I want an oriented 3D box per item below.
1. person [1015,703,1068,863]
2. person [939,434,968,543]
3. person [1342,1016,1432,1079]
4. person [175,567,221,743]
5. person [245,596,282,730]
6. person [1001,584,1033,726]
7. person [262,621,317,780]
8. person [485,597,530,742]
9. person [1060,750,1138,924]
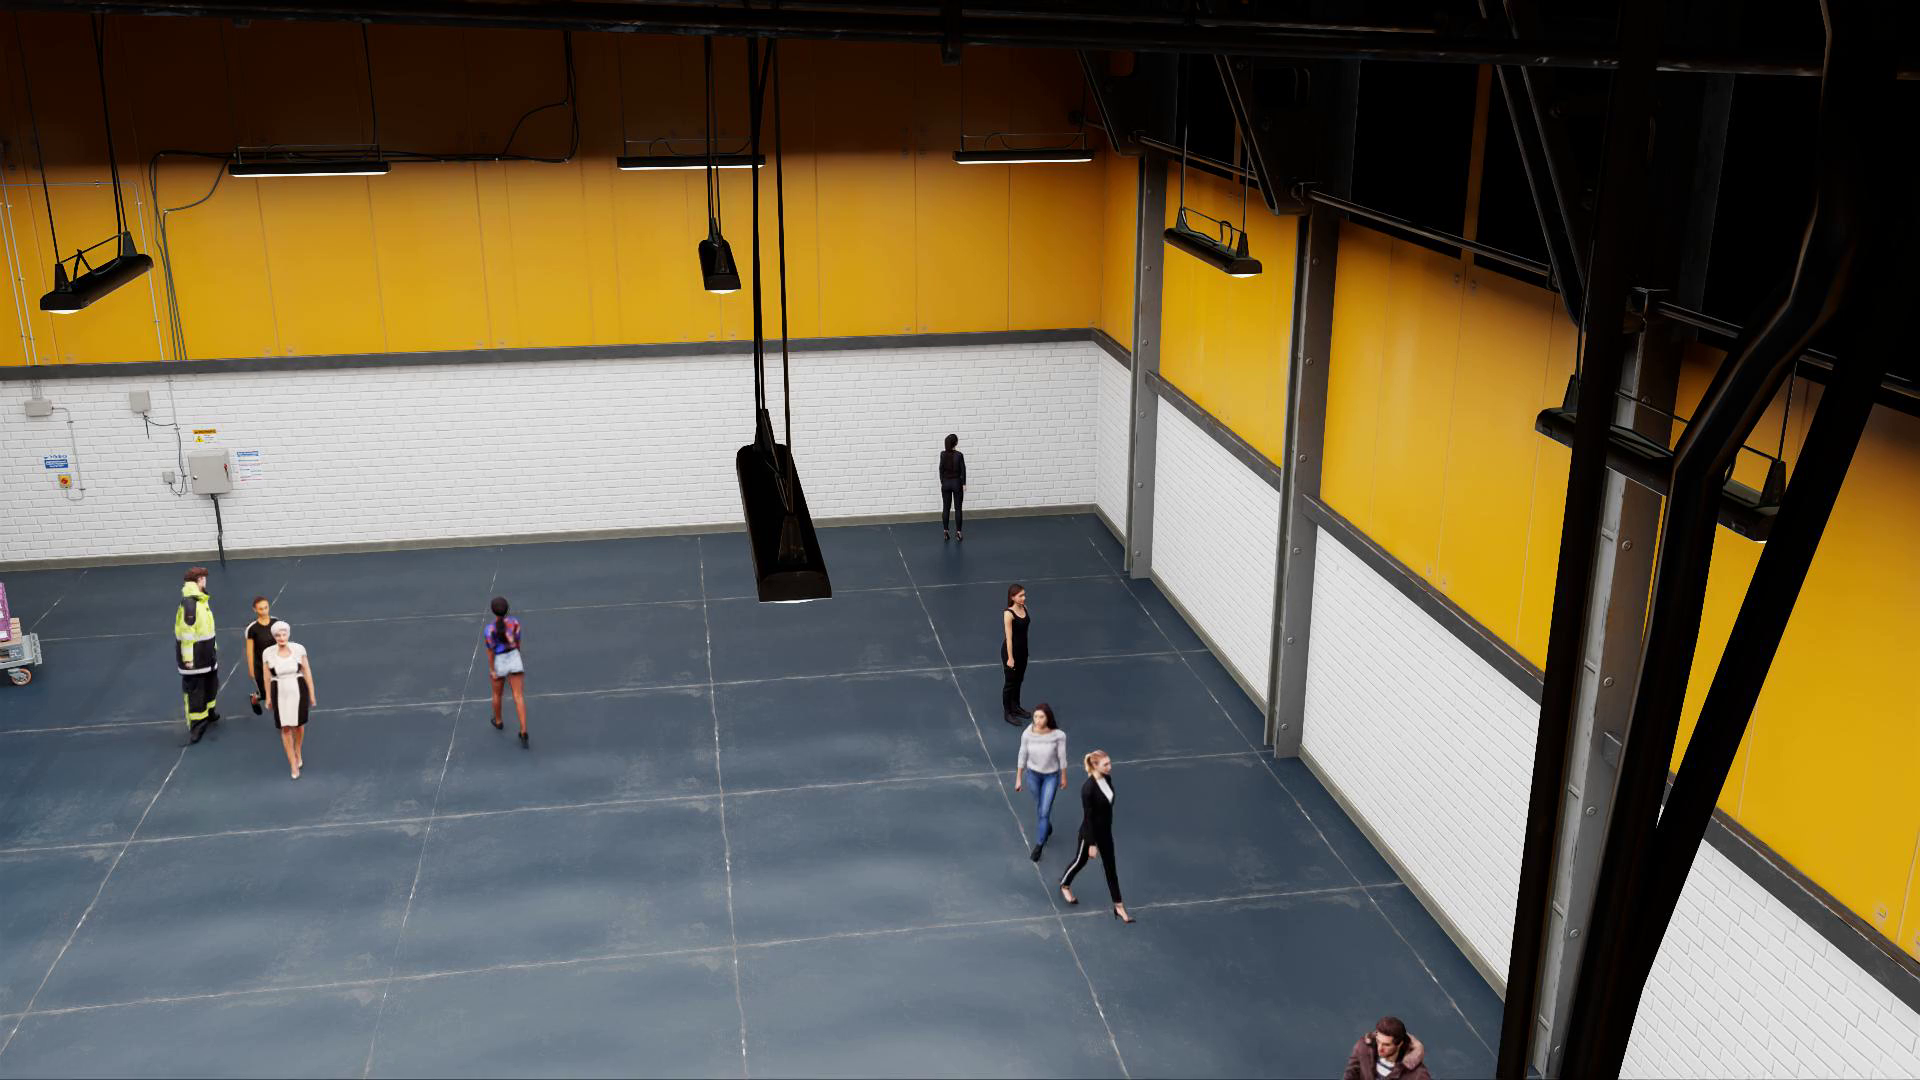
[{"bbox_3d":[0.841,2.340,16.491,0.960,1.583,1.133,7,20,19],"label":"person"},{"bbox_3d":[-0.111,-0.820,25.673,0.646,1.712,0.647,7,20,19],"label":"person"},{"bbox_3d":[2.937,3.975,11.303,1.142,1.795,1.247,-13,23,-34],"label":"person"},{"bbox_3d":[-8.769,1.307,18.991,0.966,1.946,0.583,2,19,5],"label":"person"},{"bbox_3d":[-7.998,1.412,19.133,0.947,1.655,0.858,15,24,38],"label":"person"},{"bbox_3d":[0.650,1.310,19.386,0.739,1.688,0.668,11,21,29],"label":"person"},{"bbox_3d":[-7.339,1.687,18.196,0.808,1.733,0.965,-9,21,-25],"label":"person"},{"bbox_3d":[-5.095,1.477,18.856,0.825,1.710,1.118,-11,21,-29],"label":"person"},{"bbox_3d":[1.164,2.706,15.285,1.151,1.660,1.060,14,23,36],"label":"person"}]
